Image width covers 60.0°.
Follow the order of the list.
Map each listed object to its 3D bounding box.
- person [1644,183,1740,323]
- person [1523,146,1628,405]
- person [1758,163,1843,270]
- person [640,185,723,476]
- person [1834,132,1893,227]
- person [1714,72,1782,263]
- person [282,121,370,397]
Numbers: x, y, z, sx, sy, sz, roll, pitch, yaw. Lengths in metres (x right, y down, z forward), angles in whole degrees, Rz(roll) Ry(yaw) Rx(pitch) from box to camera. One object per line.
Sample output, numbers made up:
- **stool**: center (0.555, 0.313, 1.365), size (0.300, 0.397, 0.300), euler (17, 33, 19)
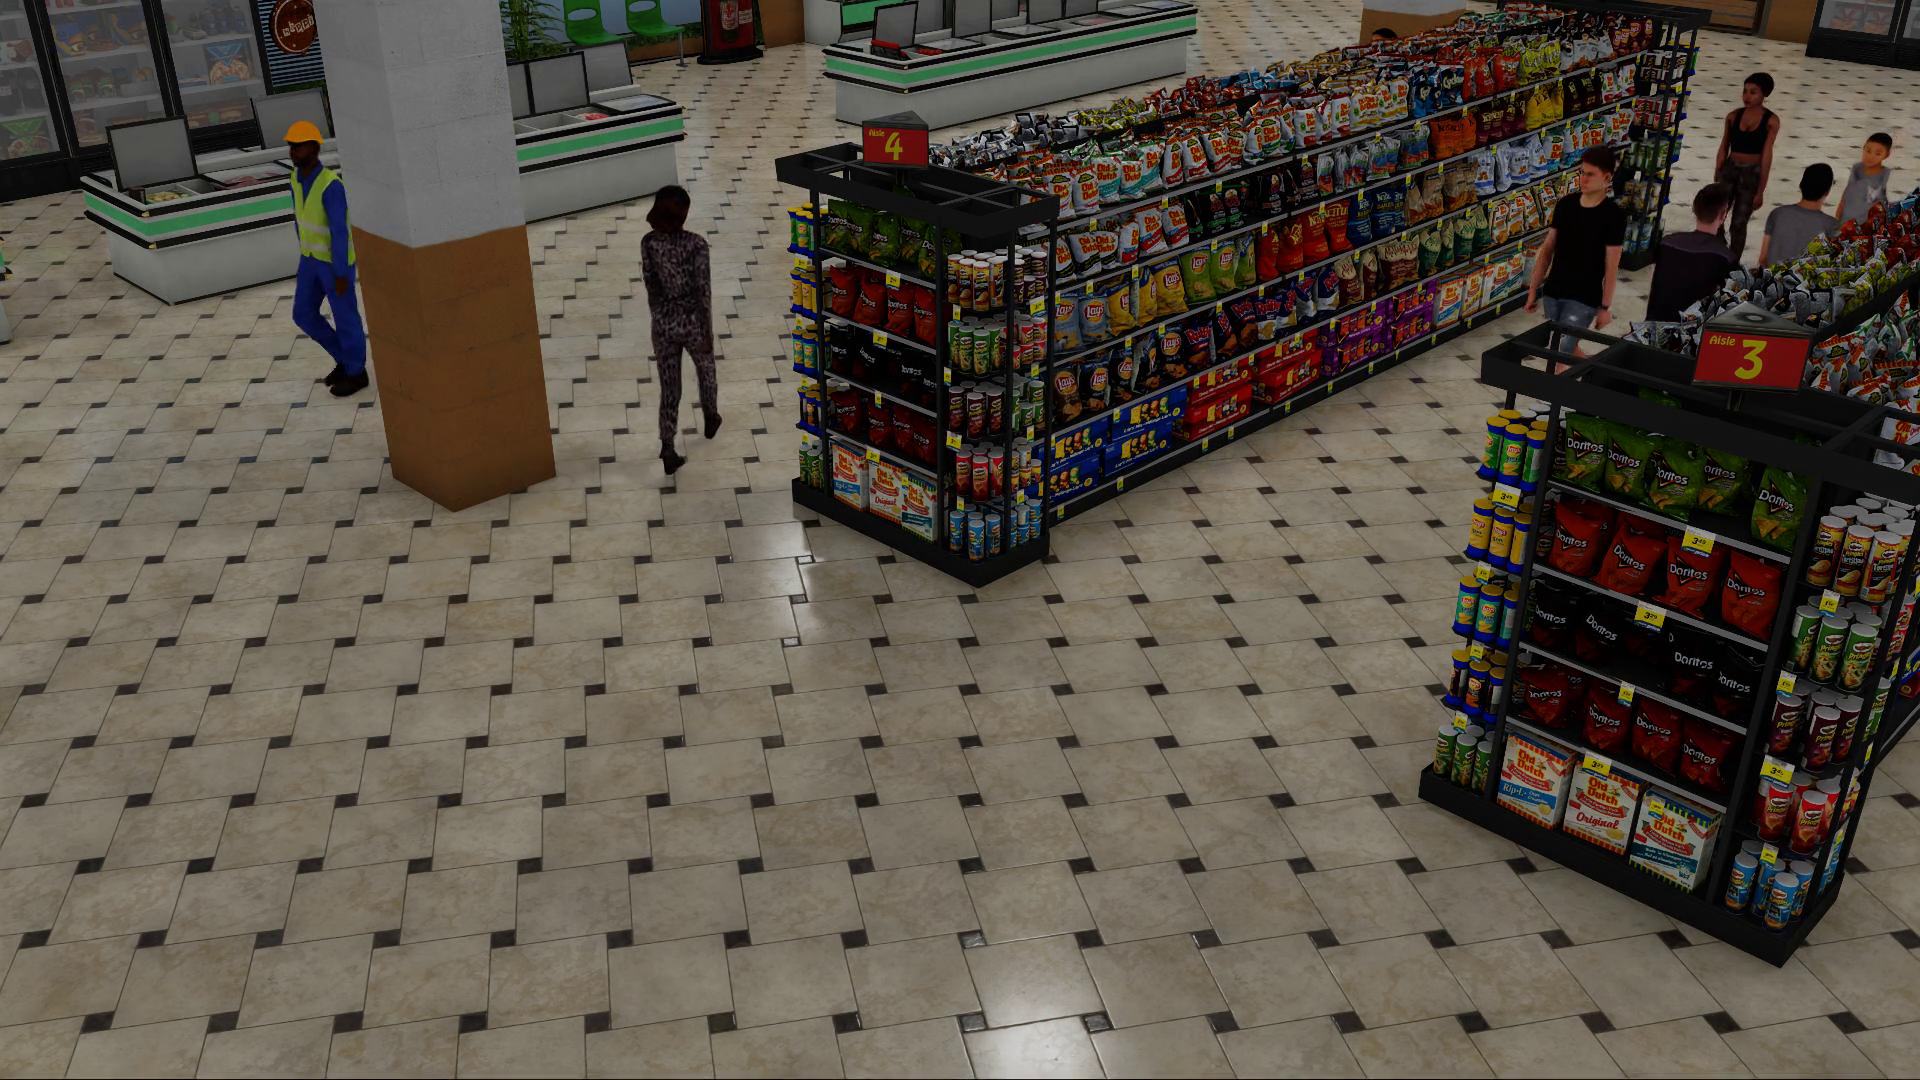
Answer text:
- **person**: center (3.971, -1.064, 9.351), size (1.185, 1.802, 0.752), euler (-19, 33, -33)
- **person**: center (3.809, -1.484, 10.163), size (1.266, 1.817, 0.878), euler (-15, 31, -27)
- **person**: center (5.014, -1.416, 10.100), size (0.605, 1.753, 0.523), euler (24, 35, 38)
- **person**: center (-1.673, -1.194, 9.753), size (1.013, 1.670, 1.186), euler (5, 27, 9)
- **person**: center (6.678, -2.362, 12.323), size (0.927, 1.428, 0.612), euler (-23, 35, -37)
- **person**: center (6.057, -2.759, 12.821), size (0.612, 1.686, 0.694), euler (21, 34, 35)
- **person**: center (-4.079, -1.848, 10.891), size (0.740, 1.807, 0.707), euler (16, 31, 29)
